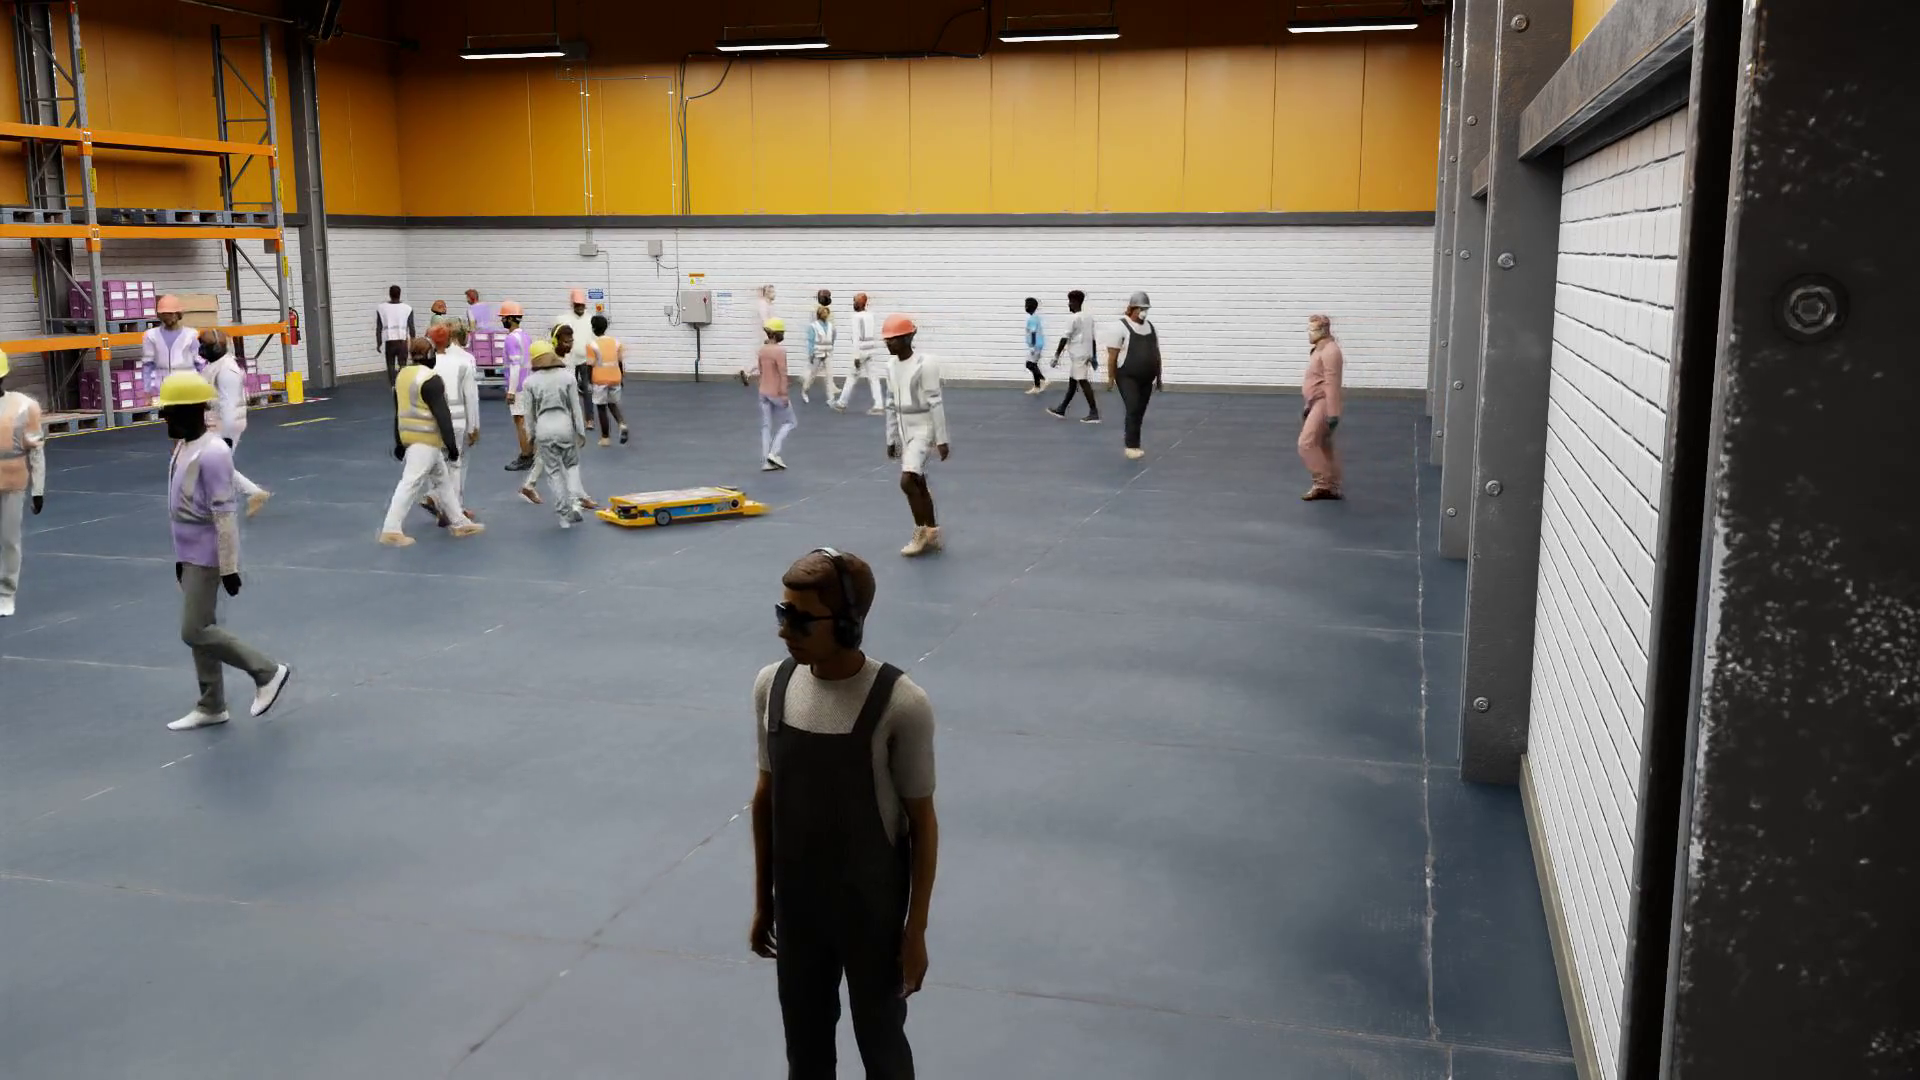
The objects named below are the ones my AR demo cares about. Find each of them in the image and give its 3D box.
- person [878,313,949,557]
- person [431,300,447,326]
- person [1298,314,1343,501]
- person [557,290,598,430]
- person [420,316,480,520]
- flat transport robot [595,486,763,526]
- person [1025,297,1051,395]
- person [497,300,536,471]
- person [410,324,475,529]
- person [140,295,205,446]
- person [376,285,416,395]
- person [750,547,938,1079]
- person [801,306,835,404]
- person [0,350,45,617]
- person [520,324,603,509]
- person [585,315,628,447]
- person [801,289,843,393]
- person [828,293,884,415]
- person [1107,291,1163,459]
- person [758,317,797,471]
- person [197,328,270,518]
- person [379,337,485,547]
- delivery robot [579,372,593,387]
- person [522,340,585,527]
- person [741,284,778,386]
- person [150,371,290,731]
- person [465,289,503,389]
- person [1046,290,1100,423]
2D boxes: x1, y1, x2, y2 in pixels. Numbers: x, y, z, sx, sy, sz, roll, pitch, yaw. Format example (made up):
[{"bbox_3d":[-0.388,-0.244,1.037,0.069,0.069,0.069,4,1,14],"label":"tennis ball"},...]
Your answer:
[{"bbox_3d":[-0.387,-0.856,13.690,0.646,2.005,0.633,-7,12,-36],"label":"person"},{"bbox_3d":[-9.047,-3.360,28.956,0.280,1.624,0.493,-9,13,-40],"label":"person"},{"bbox_3d":[3.590,-1.312,16.628,0.549,1.878,0.668,2,10,9],"label":"person"},{"bbox_3d":[-5.367,-2.539,23.441,0.605,1.941,1.040,-3,11,-18],"label":"person"},{"bbox_3d":[-4.710,-1.110,15.401,0.687,1.915,0.476,7,12,34],"label":"person"},{"bbox_3d":[-2.634,-0.328,15.619,1.431,0.197,0.652,-7,12,-35],"label":"flat transport robot"},{"bbox_3d":[1.296,-3.316,28.505,0.391,1.686,0.568,1,10,5],"label":"person"},{"bbox_3d":[-5.067,-1.758,18.992,0.372,1.939,0.544,1,10,4],"label":"person"},{"bbox_3d":[-4.618,-1.000,14.895,0.586,1.867,0.558,-6,11,-29],"label":"person"},{"bbox_3d":[-8.655,-1.663,18.260,0.619,2.007,0.914,-1,10,-8],"label":"person"},{"bbox_3d":[-9.561,-3.366,28.212,0.635,1.897,0.452,-3,11,-17],"label":"person"},{"bbox_3d":[-0.298,0.919,4.106,0.507,1.842,0.339,5,11,28],"label":"person"},{"bbox_3d":[-2.298,-3.004,27.006,0.522,1.610,0.770,-8,13,-39],"label":"person"},{"bbox_3d":[-6.505,-0.357,11.224,0.609,1.875,0.941,-5,11,-28],"label":"person"},{"bbox_3d":[-3.977,-1.214,16.297,0.994,1.815,0.530,4,11,20],"label":"person"},{"bbox_3d":[-4.497,-2.010,21.121,0.552,1.682,0.431,-9,14,-42],"label":"person"},{"bbox_3d":[-2.423,-3.473,29.045,0.723,1.818,0.635,2,10,11],"label":"person"},{"bbox_3d":[-1.549,-2.817,25.274,0.988,1.831,0.605,7,12,33],"label":"person"},{"bbox_3d":[2.163,-1.989,20.014,0.720,2.000,0.699,-7,12,-33],"label":"person"},{"bbox_3d":[-2.084,-1.652,18.900,0.372,1.750,0.553,-9,13,-41],"label":"person"},{"bbox_3d":[-6.645,-1.010,15.083,0.535,1.822,0.642,-6,12,-31],"label":"person"},{"bbox_3d":[-4.620,-0.850,14.337,0.998,1.781,0.635,-8,13,-37],"label":"person"},{"bbox_3d":[-6.153,-2.791,28.495,0.707,0.478,0.477,3,10,15],"label":"delivery robot"},{"bbox_3d":[-3.691,-0.962,15.123,0.523,1.704,0.373,-3,10,-15],"label":"person"},{"bbox_3d":[-3.526,-3.662,29.921,0.750,1.885,0.649,1,10,7],"label":"person"},{"bbox_3d":[-3.948,0.058,8.785,0.506,1.910,0.593,-7,12,-34],"label":"person"},{"bbox_3d":[-8.611,-3.592,29.808,0.939,1.795,0.569,4,11,24],"label":"person"},{"bbox_3d":[1.660,-2.673,24.249,1.015,1.907,0.619,6,12,31],"label":"person"}]
